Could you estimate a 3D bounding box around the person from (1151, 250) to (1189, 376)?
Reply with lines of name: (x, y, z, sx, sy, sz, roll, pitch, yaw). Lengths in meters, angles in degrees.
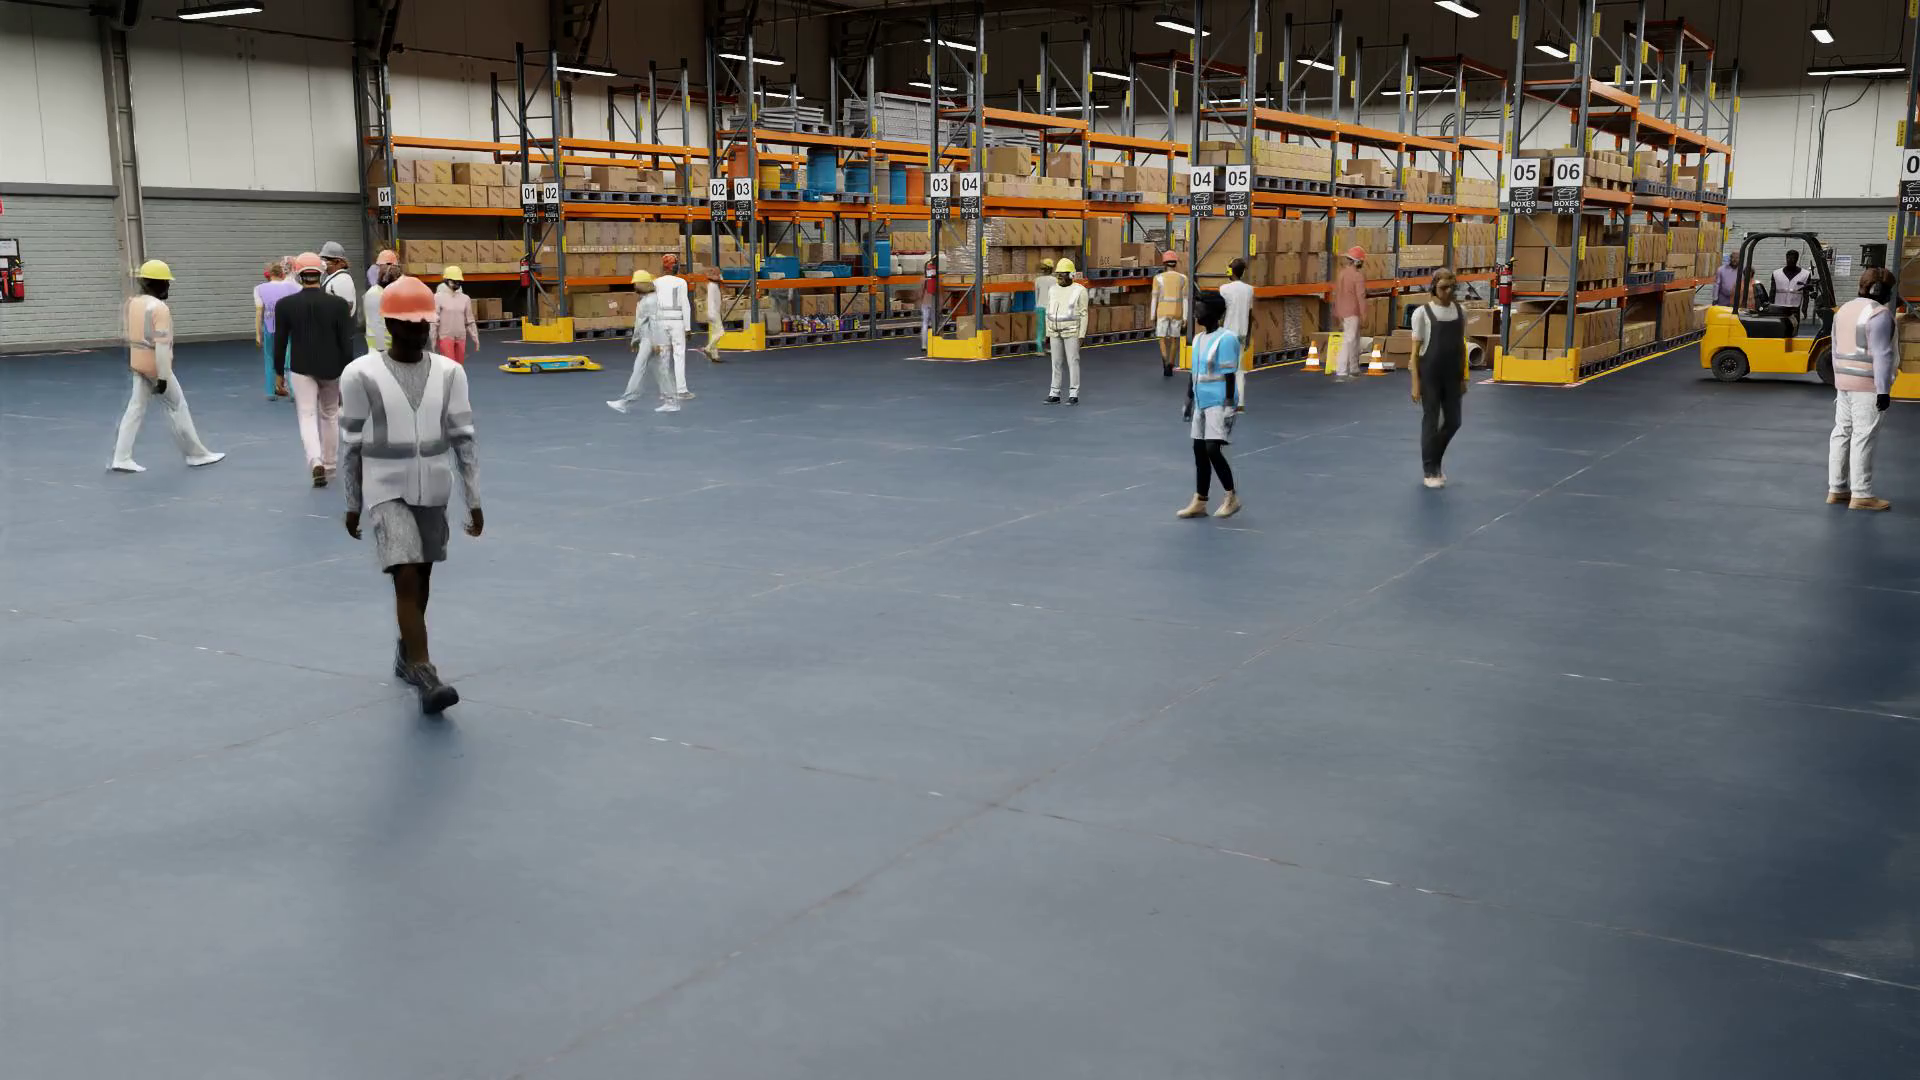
person: (3.171, -3.408, 25.132, 0.567, 1.915, 0.652, 0, 10, 0)

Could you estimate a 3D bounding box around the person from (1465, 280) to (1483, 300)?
person: (13.008, -6.530, 42.356, 0.832, 2.003, 0.636, 4, 11, 19)

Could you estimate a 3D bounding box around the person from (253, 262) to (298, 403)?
person: (-8.693, -2.635, 21.210, 0.619, 1.801, 0.843, -9, 14, -42)

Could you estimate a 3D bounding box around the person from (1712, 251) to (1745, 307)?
person: (15.370, -4.821, 33.148, 0.645, 1.879, 0.819, 7, 12, 32)

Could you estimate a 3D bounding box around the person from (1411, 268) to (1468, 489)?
person: (3.949, -1.346, 13.892, 0.559, 1.821, 0.600, -3, 11, -17)

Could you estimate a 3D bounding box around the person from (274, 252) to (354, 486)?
person: (-5.432, -1.439, 14.007, 0.628, 1.963, 0.955, -4, 11, -23)

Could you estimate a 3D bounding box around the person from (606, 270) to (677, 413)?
person: (-3.808, -2.361, 19.866, 0.898, 1.690, 0.511, -4, 11, -21)

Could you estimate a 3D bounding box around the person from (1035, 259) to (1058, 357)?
person: (1.604, -4.153, 29.780, 0.543, 1.743, 0.668, 8, 13, 38)

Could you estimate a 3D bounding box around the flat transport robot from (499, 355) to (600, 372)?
flat transport robot: (-6.489, -2.795, 26.303, 1.431, 0.197, 0.652, -6, 12, -30)

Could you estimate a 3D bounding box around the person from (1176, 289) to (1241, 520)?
person: (1.822, -0.982, 12.165, 0.390, 1.688, 0.574, -4, 11, -22)

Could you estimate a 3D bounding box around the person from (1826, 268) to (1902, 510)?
person: (6.938, -1.157, 12.749, 0.429, 1.837, 0.620, -1, 10, -3)

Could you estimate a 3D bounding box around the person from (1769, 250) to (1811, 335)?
person: (13.655, -3.818, 27.422, 0.597, 1.915, 0.370, 6, 12, 31)

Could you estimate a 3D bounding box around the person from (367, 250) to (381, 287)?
person: (-11.213, -4.694, 32.445, 0.823, 1.878, 0.702, 7, 12, 34)

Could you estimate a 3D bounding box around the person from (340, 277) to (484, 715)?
person: (-2.395, -0.207, 7.325, 0.553, 1.875, 1.021, -8, 13, -37)

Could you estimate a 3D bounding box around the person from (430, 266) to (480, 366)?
person: (-5.968, -2.377, 19.809, 0.713, 1.738, 0.551, 8, 13, 40)

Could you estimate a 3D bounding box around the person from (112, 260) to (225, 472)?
person: (-7.165, -1.548, 14.827, 0.608, 1.872, 0.997, 7, 12, 34)

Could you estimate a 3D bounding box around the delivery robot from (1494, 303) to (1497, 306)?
delivery robot: (13.141, -5.592, 40.909, 0.477, 0.478, 0.707, -3, 11, -18)

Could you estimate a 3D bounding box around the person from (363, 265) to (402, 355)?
person: (-6.490, -2.198, 18.706, 0.936, 1.799, 0.635, 2, 10, 11)

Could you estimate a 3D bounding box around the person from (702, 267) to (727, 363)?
person: (-4.114, -3.793, 28.089, 0.352, 1.619, 0.528, 0, 10, -1)

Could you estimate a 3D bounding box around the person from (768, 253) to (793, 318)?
person: (-3.824, -5.233, 35.654, 0.599, 1.811, 0.746, 4, 11, 23)

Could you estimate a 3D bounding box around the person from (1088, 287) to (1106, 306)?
person: (3.389, -6.305, 41.429, 0.557, 1.881, 0.968, 6, 12, 29)

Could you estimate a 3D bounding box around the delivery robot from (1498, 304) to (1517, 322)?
delivery robot: (13.123, -5.490, 40.337, 0.707, 0.478, 0.477, -1, 10, -8)

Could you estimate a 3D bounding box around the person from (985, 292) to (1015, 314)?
person: (0.793, -4.831, 33.063, 0.627, 1.933, 0.356, 0, 10, 0)

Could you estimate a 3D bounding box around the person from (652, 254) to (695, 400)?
person: (-3.729, -2.757, 21.574, 0.573, 1.883, 0.356, 5, 11, 25)

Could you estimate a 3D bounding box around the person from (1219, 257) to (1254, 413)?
person: (3.254, -2.444, 19.907, 0.557, 1.850, 0.507, -5, 11, -25)

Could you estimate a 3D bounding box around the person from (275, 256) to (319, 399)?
person: (-8.748, -2.765, 21.737, 1.012, 1.849, 0.654, 2, 10, 9)

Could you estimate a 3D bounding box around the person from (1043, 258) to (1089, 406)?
person: (1.309, -2.594, 20.796, 0.587, 1.835, 0.404, 7, 12, 35)

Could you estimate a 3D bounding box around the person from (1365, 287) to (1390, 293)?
person: (9.751, -5.860, 38.918, 0.677, 1.890, 0.433, 8, 13, 38)

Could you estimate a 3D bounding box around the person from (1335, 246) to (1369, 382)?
person: (5.828, -3.298, 24.355, 0.751, 1.965, 0.646, -3, 11, -15)

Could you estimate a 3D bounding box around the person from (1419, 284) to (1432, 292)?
person: (12.203, -6.647, 43.319, 0.932, 1.907, 0.553, 8, 13, 37)

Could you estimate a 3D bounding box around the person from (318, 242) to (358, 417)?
person: (-7.346, -2.468, 19.511, 0.538, 2.000, 0.684, -5, 11, -28)

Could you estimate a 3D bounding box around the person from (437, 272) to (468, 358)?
person: (-8.623, -3.835, 28.414, 0.512, 1.600, 0.816, 5, 11, 24)

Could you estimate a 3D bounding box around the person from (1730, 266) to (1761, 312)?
person: (14.663, -4.318, 31.034, 0.523, 1.621, 0.614, 8, 13, 37)

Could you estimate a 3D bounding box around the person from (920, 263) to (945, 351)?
person: (-0.515, -4.457, 31.566, 0.530, 1.717, 0.922, 3, 11, 17)

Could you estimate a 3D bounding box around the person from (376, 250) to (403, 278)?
person: (-7.673, -2.966, 22.630, 0.620, 1.933, 1.064, 6, 12, 31)
